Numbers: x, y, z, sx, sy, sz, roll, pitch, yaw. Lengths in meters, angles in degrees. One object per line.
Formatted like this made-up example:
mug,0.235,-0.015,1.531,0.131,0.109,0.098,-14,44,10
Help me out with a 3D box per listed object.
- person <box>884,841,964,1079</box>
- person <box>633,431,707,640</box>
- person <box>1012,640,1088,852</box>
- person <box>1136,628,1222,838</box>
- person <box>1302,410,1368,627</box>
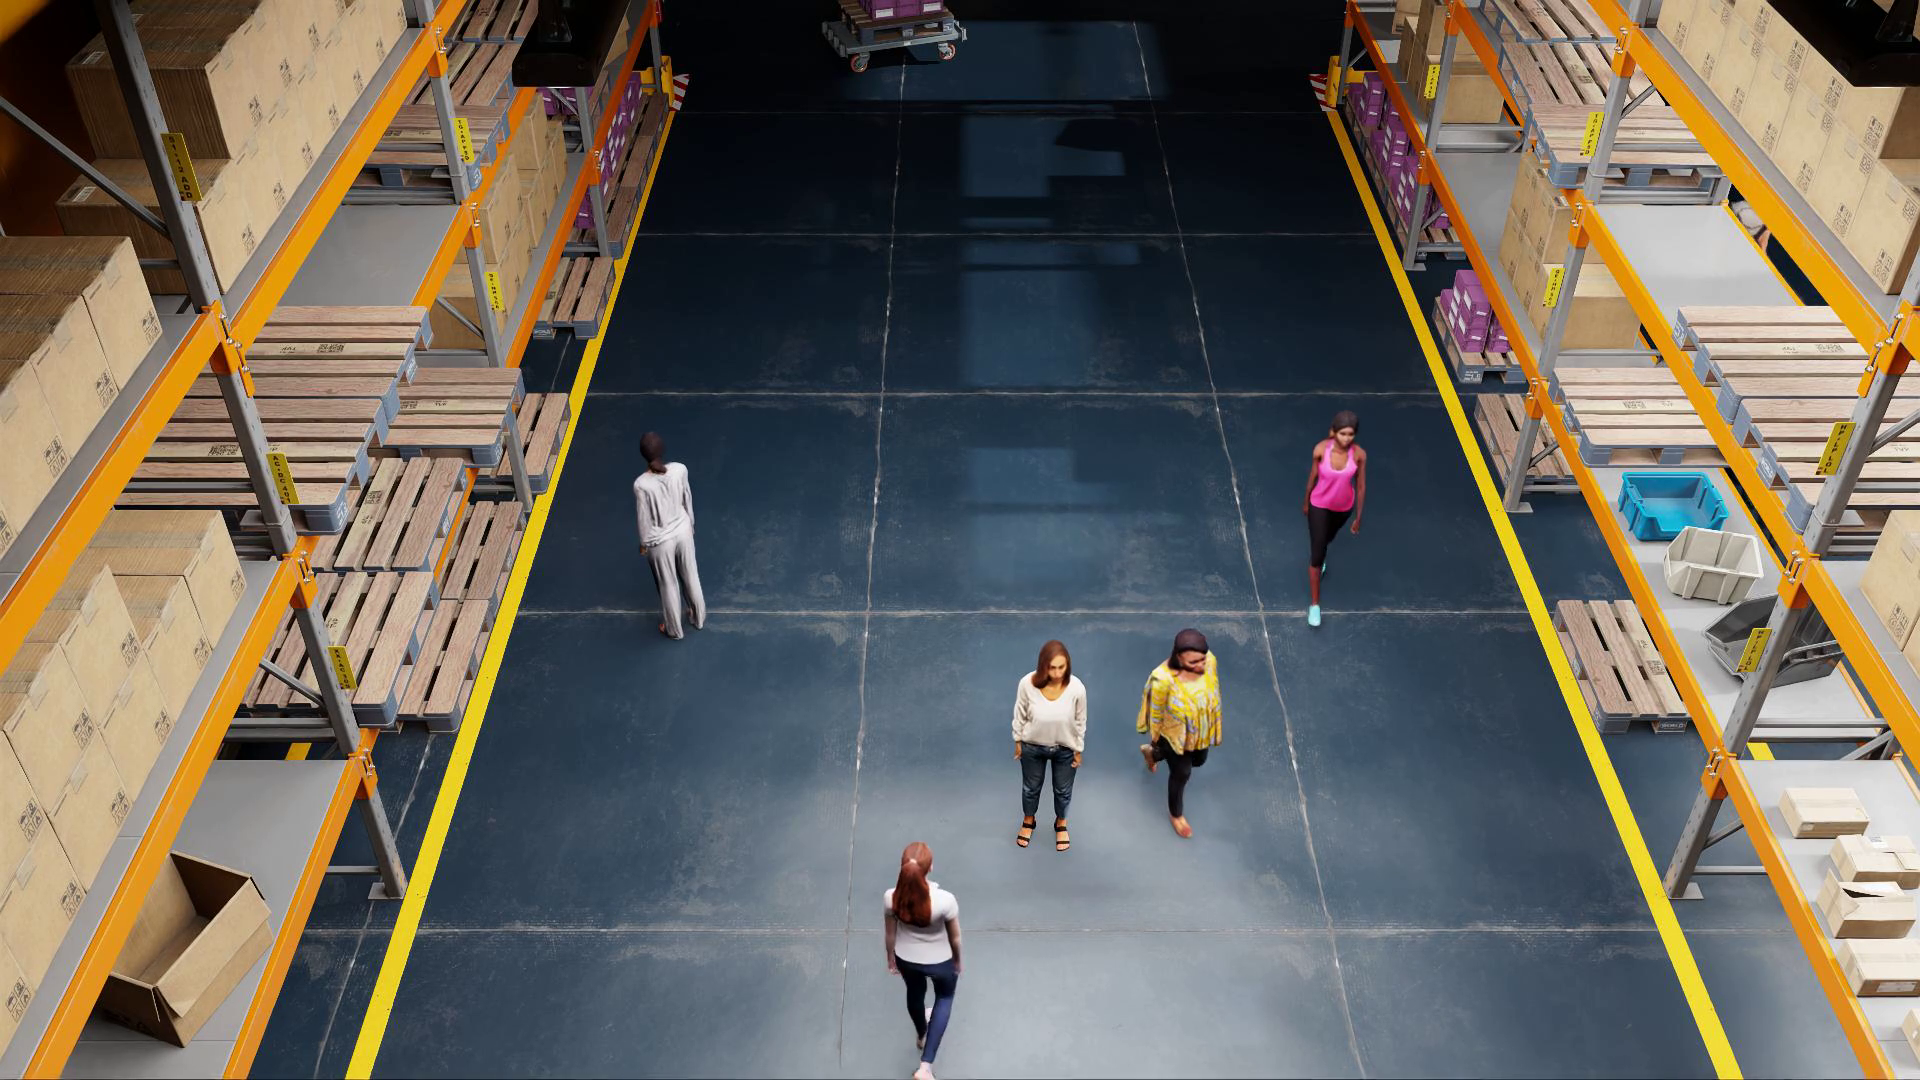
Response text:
person,-0.207,2.338,9.044,0.665,1.728,0.919,7,39,8
person,-2.093,-0.029,11.972,0.671,1.773,0.698,-24,44,-27
person,0.564,1.273,10.414,0.642,1.683,0.580,5,39,7
person,1.381,1.153,10.601,0.971,1.637,1.056,-24,44,-27
person,2.762,-0.290,12.376,0.664,1.675,1.170,4,39,5
